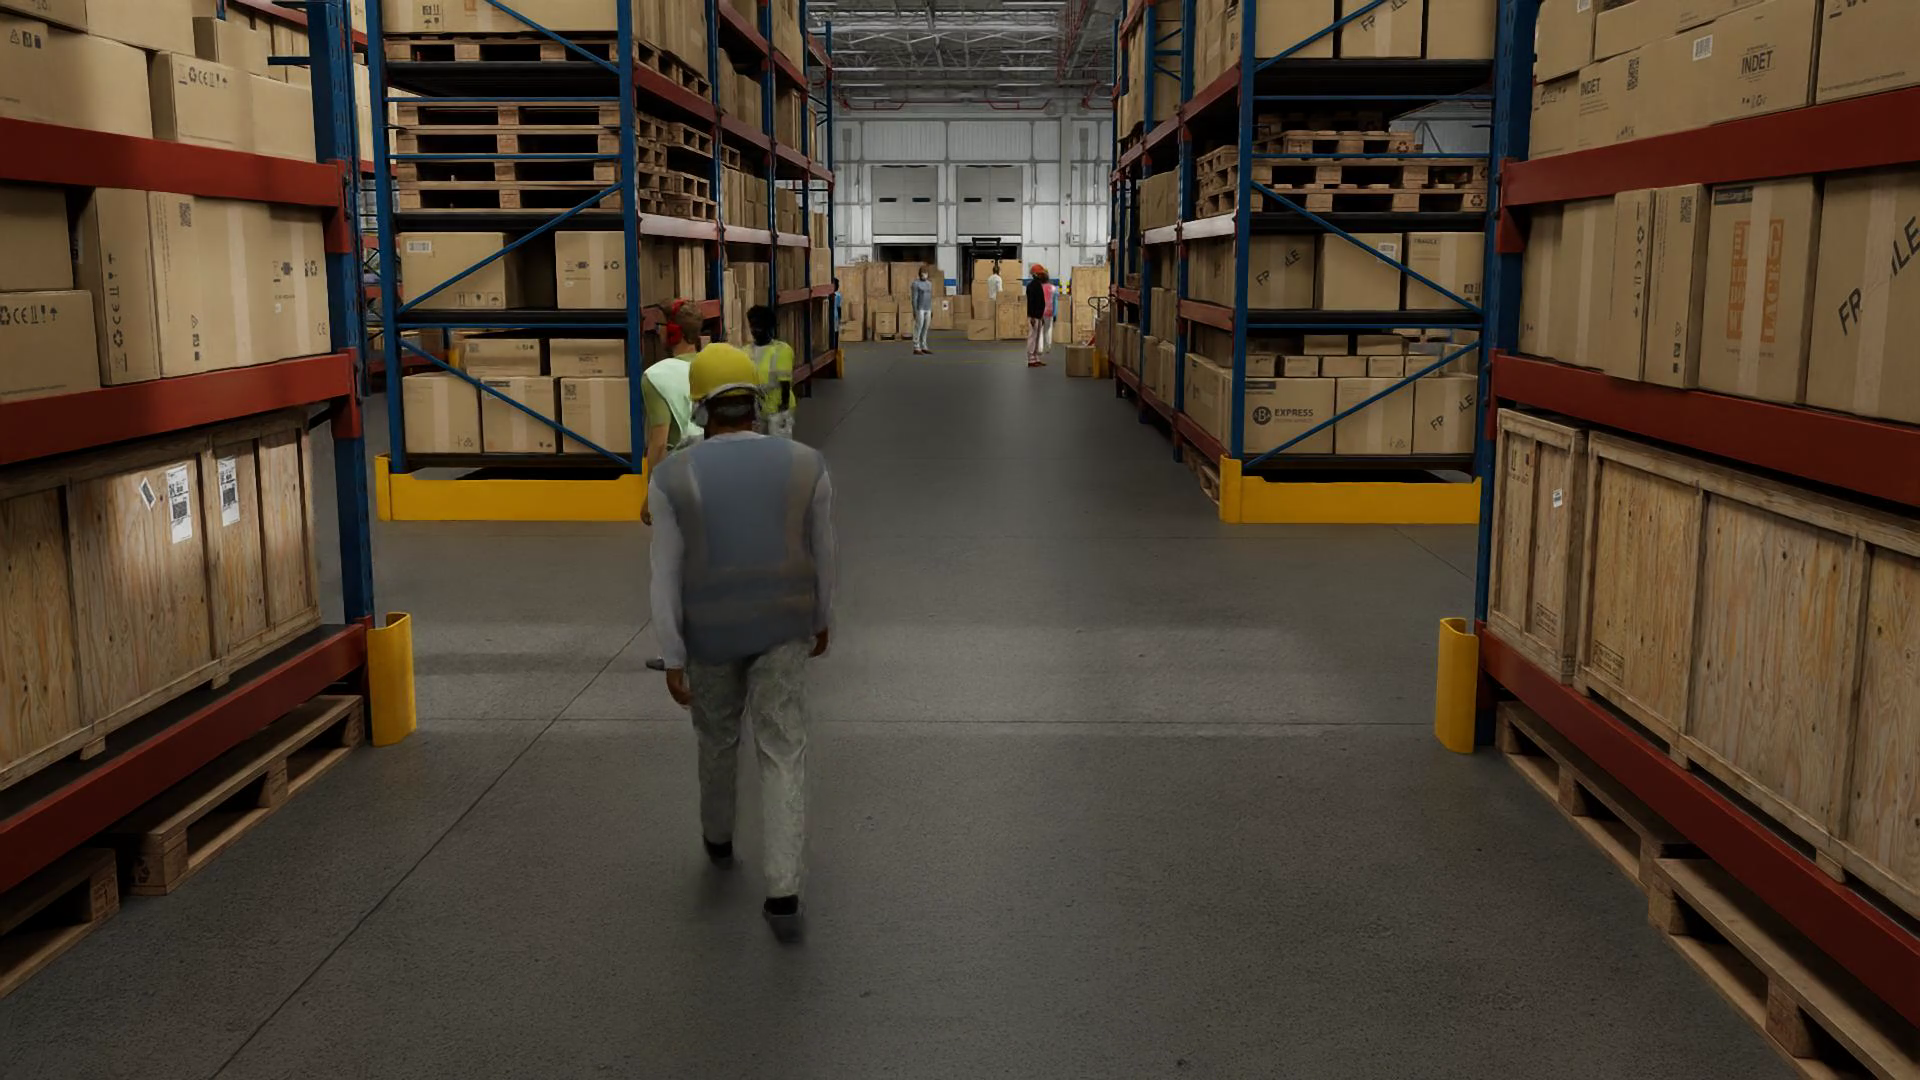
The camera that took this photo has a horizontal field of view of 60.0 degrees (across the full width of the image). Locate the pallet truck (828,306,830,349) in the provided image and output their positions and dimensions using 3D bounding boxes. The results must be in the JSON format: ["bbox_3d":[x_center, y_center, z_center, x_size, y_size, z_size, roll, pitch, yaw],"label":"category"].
[{"bbox_3d":[-3.100,-3.940,29.800,1.885,1.965,0.823,3,10,19],"label":"pallet truck"}]

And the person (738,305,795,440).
[{"bbox_3d":[-1.548,-1.019,13.216,0.555,1.689,0.364,4,10,25],"label":"person"}]

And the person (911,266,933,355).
[{"bbox_3d":[-0.823,-5.025,36.482,0.355,1.936,0.633,7,12,38],"label":"person"}]

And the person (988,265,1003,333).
[{"bbox_3d":[1.029,-6.884,47.614,0.372,1.940,0.632,-6,11,-31],"label":"person"}]

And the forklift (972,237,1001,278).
[{"bbox_3d":[0.842,-8.321,53.407,1.129,2.768,1.873,0,9,1],"label":"forklift"}]

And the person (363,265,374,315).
[{"bbox_3d":[-22.814,-9.610,64.040,0.434,1.910,0.607,6,11,32],"label":"person"}]

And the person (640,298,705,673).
[{"bbox_3d":[-1.336,-0.267,8.241,0.384,1.849,0.570,6,11,34],"label":"person"}]

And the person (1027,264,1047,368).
[{"bbox_3d":[1.470,-4.313,32.044,0.376,1.995,0.612,3,10,19],"label":"person"}]

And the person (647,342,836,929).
[{"bbox_3d":[-0.671,0.275,5.233,0.593,1.781,0.955,-2,10,-13],"label":"person"}]

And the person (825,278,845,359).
[{"bbox_3d":[-2.647,-4.632,34.845,0.322,1.697,0.532,-7,12,-38],"label":"person"}]

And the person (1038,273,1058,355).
[{"bbox_3d":[1.825,-4.943,36.444,0.625,1.799,0.972,0,9,-2],"label":"person"}]
